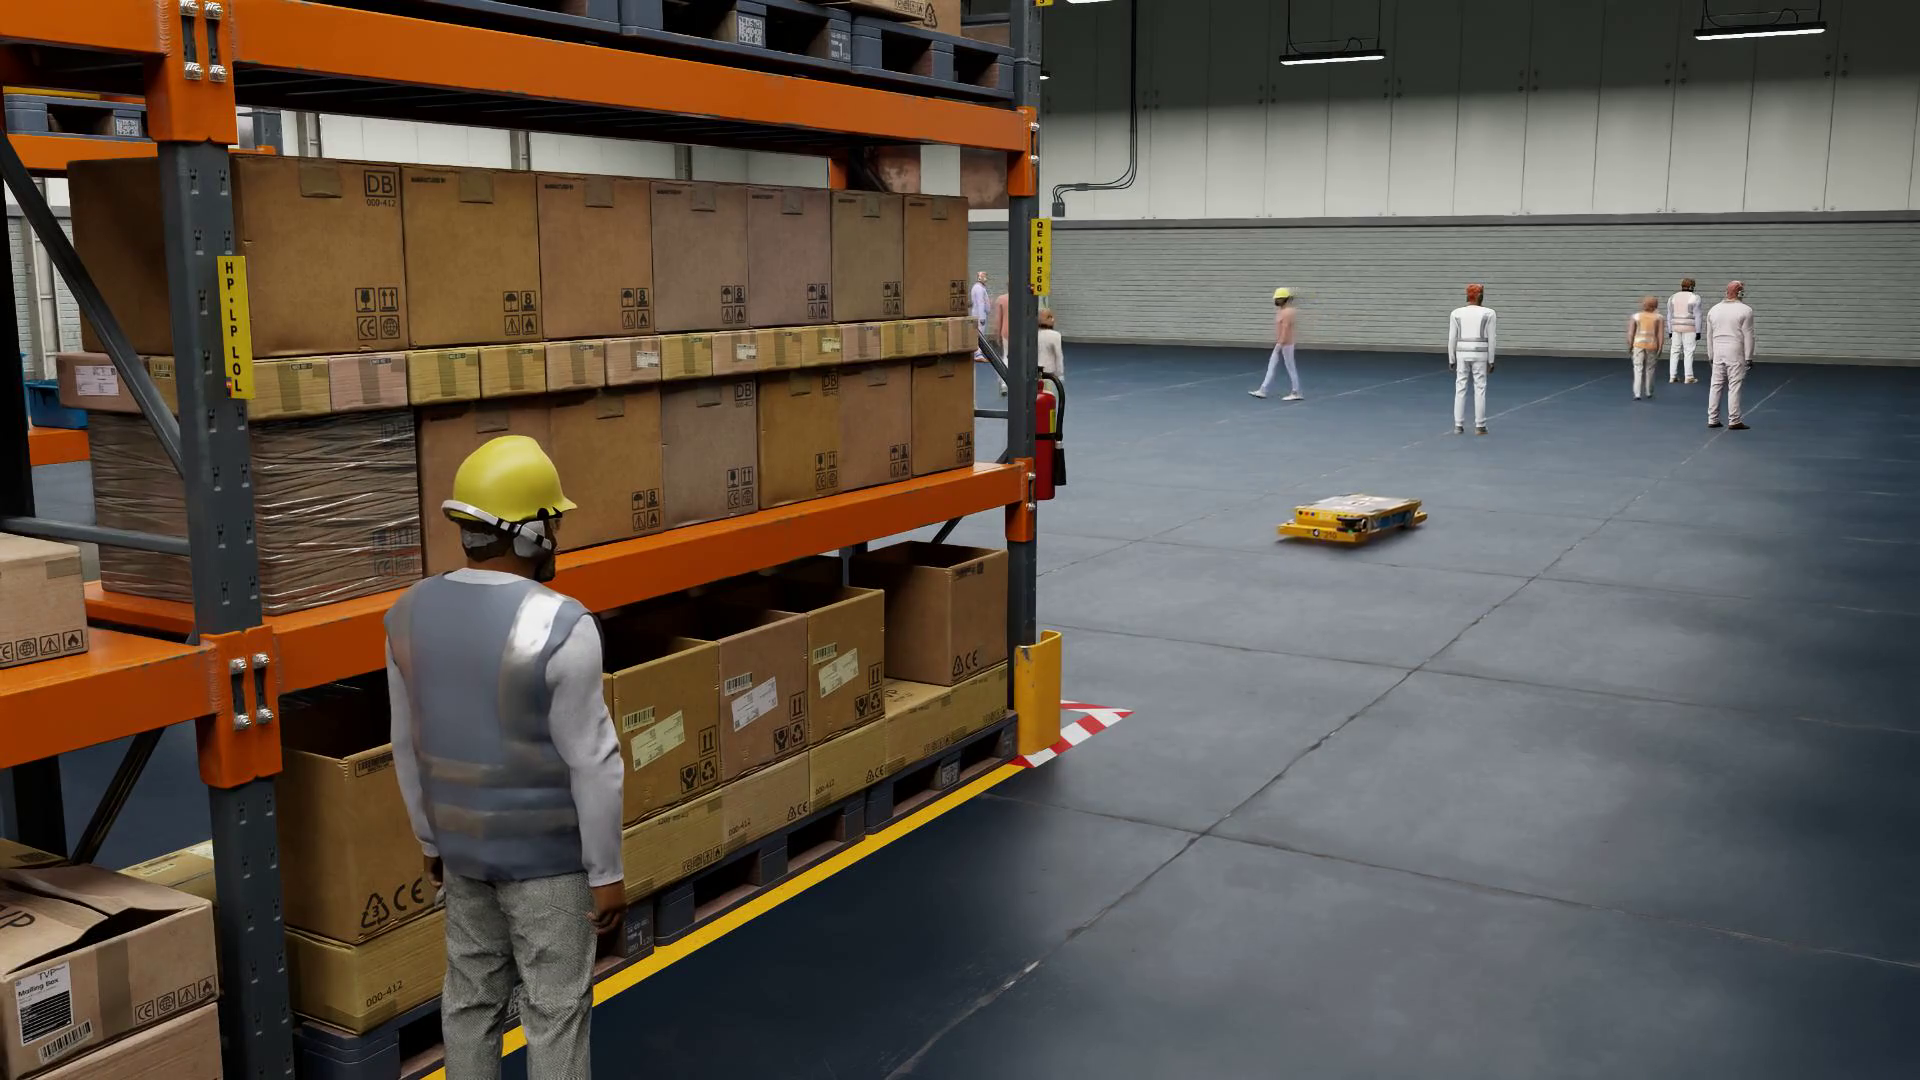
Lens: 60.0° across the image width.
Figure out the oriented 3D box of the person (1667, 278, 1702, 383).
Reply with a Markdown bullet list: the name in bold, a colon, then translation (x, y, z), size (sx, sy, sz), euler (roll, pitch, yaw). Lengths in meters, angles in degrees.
- **person**: translation (12.738, -3.668, 29.211), size (0.429, 1.840, 0.624), euler (-7, 12, -36)

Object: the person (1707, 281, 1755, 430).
- **person**: translation (9.951, -2.379, 21.448), size (0.409, 1.913, 0.642), euler (-6, 11, -31)

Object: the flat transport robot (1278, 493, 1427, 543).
- **flat transport robot**: translation (3.197, -0.194, 13.452), size (0.652, 0.197, 1.431), euler (7, 12, 37)

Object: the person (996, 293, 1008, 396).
- **person**: translation (0.893, -3.252, 26.331), size (0.637, 1.990, 0.415), euler (4, 10, 20)

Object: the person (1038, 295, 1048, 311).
- **person**: translation (2.000, -5.798, 42.278), size (0.498, 1.632, 0.284), euler (-1, 10, -4)

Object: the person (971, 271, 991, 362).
- **person**: translation (0.444, -4.686, 34.987), size (0.403, 1.904, 0.637), euler (-1, 10, -8)

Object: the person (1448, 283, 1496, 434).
- **person**: translation (6.419, -2.264, 20.852), size (0.573, 1.884, 0.359), euler (5, 11, 29)

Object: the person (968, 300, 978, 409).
- **person**: translation (-0.007, -2.676, 24.061), size (0.506, 1.613, 0.771), euler (-7, 12, -35)

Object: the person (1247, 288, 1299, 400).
- **person**: translation (4.873, -3.010, 25.641), size (0.853, 1.725, 0.552), euler (-1, 10, -5)

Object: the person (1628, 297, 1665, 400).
- **person**: translation (10.689, -2.987, 25.920), size (0.523, 1.594, 0.854), euler (5, 11, 27)

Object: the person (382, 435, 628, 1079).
- **person**: translation (-0.996, 0.677, 3.785), size (0.600, 1.831, 0.404), euler (5, 11, 26)

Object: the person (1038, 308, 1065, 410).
- **person**: translation (0.973, -1.933, 19.665), size (0.525, 1.617, 0.491), euler (8, 12, 38)
